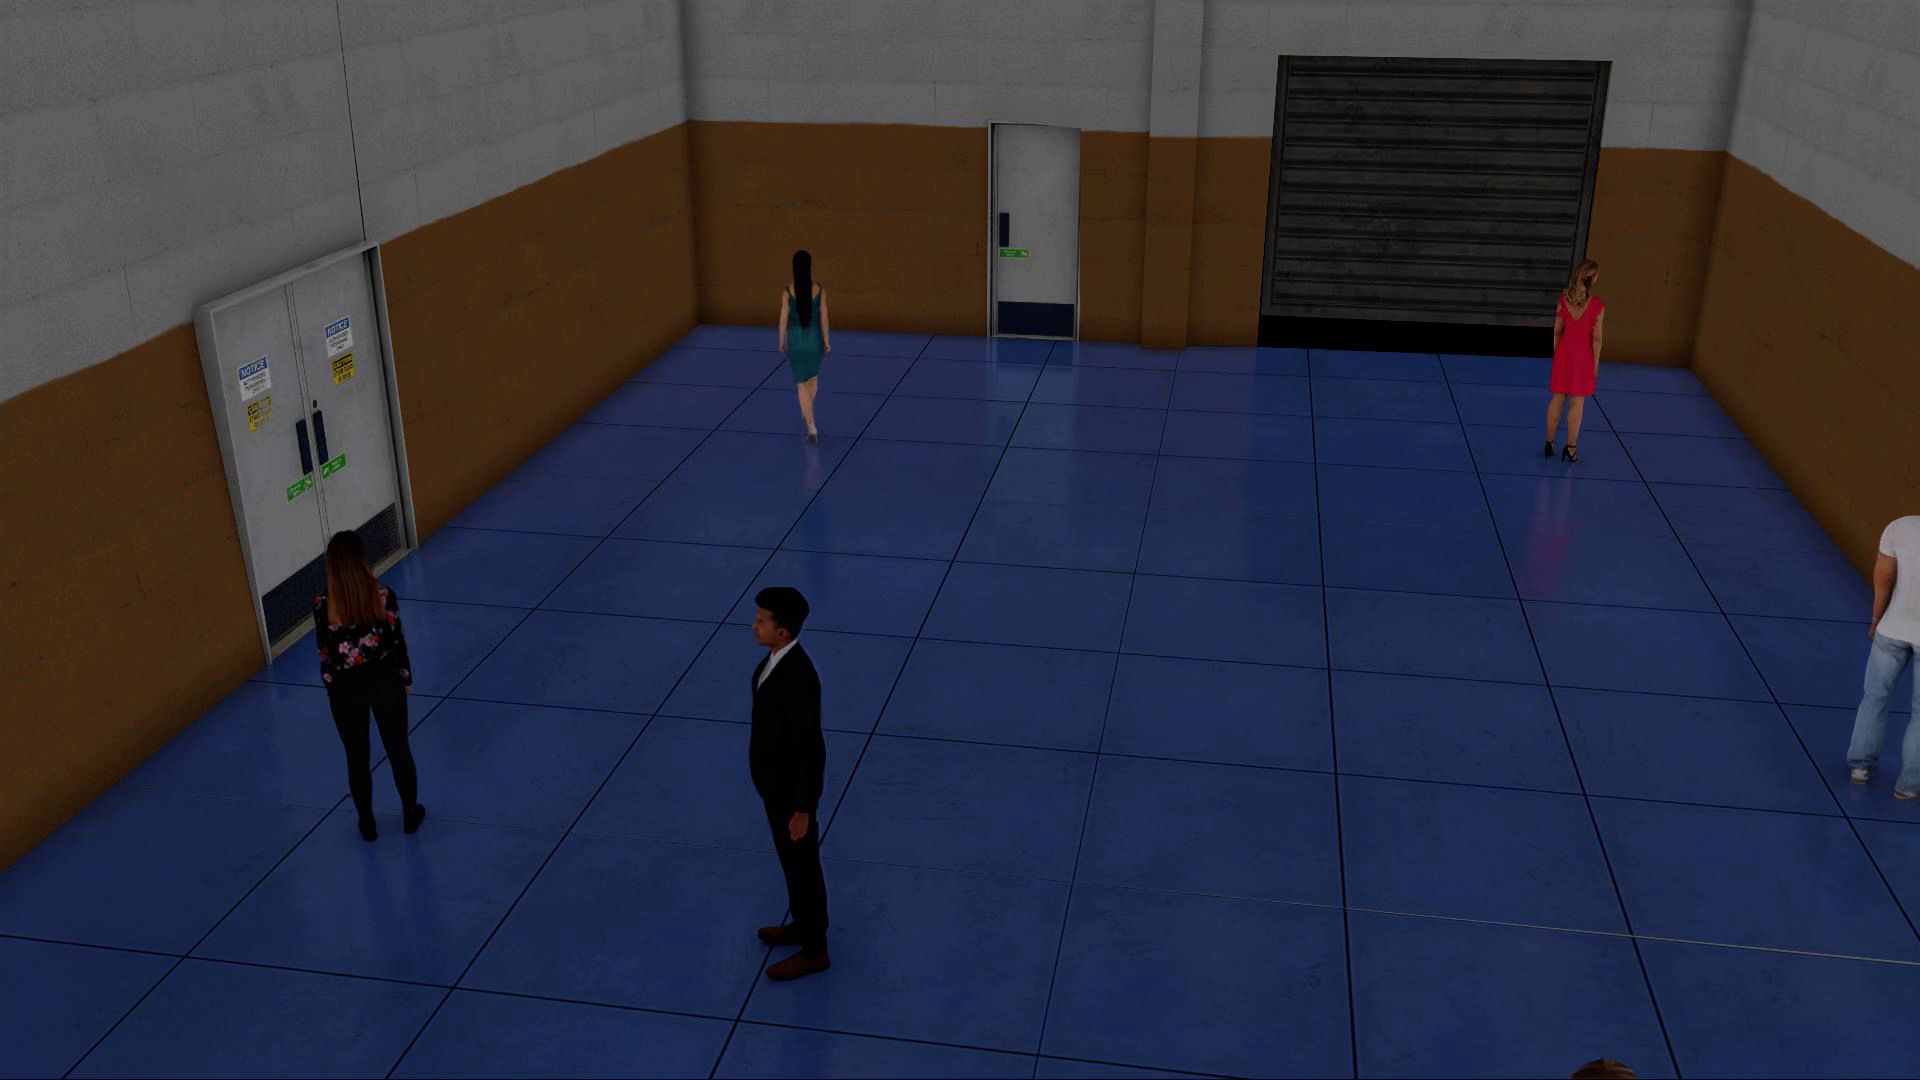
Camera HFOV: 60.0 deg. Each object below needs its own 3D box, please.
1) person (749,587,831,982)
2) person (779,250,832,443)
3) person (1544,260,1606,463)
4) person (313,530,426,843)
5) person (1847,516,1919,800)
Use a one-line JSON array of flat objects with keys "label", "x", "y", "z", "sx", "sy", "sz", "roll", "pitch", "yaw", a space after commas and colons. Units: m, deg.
[{"label": "person", "x": -0.738, "y": 1.066, "z": 7.376, "sx": 0.723, "sy": 1.882, "sz": 0.776, "roll": -6, "pitch": 23, "yaw": -14}, {"label": "person", "x": -1.326, "y": -1.645, "z": 14.426, "sx": 0.981, "sy": 1.655, "sz": 0.921, "roll": -7, "pitch": 23, "yaw": -17}, {"label": "person", "x": 5.162, "y": -1.512, "z": 13.997, "sx": 0.726, "sy": 1.728, "sz": 0.648, "roll": -19, "pitch": 29, "yaw": -39}, {"label": "person", "x": -3.012, "y": 0.742, "z": 8.449, "sx": 0.597, "sy": 1.683, "sz": 0.711, "roll": -7, "pitch": 23, "yaw": -18}, {"label": "person", "x": 5.092, "y": 0.485, "z": 8.843, "sx": 0.814, "sy": 1.866, "sz": 0.743, "roll": -16, "pitch": 27, "yaw": -35}]
